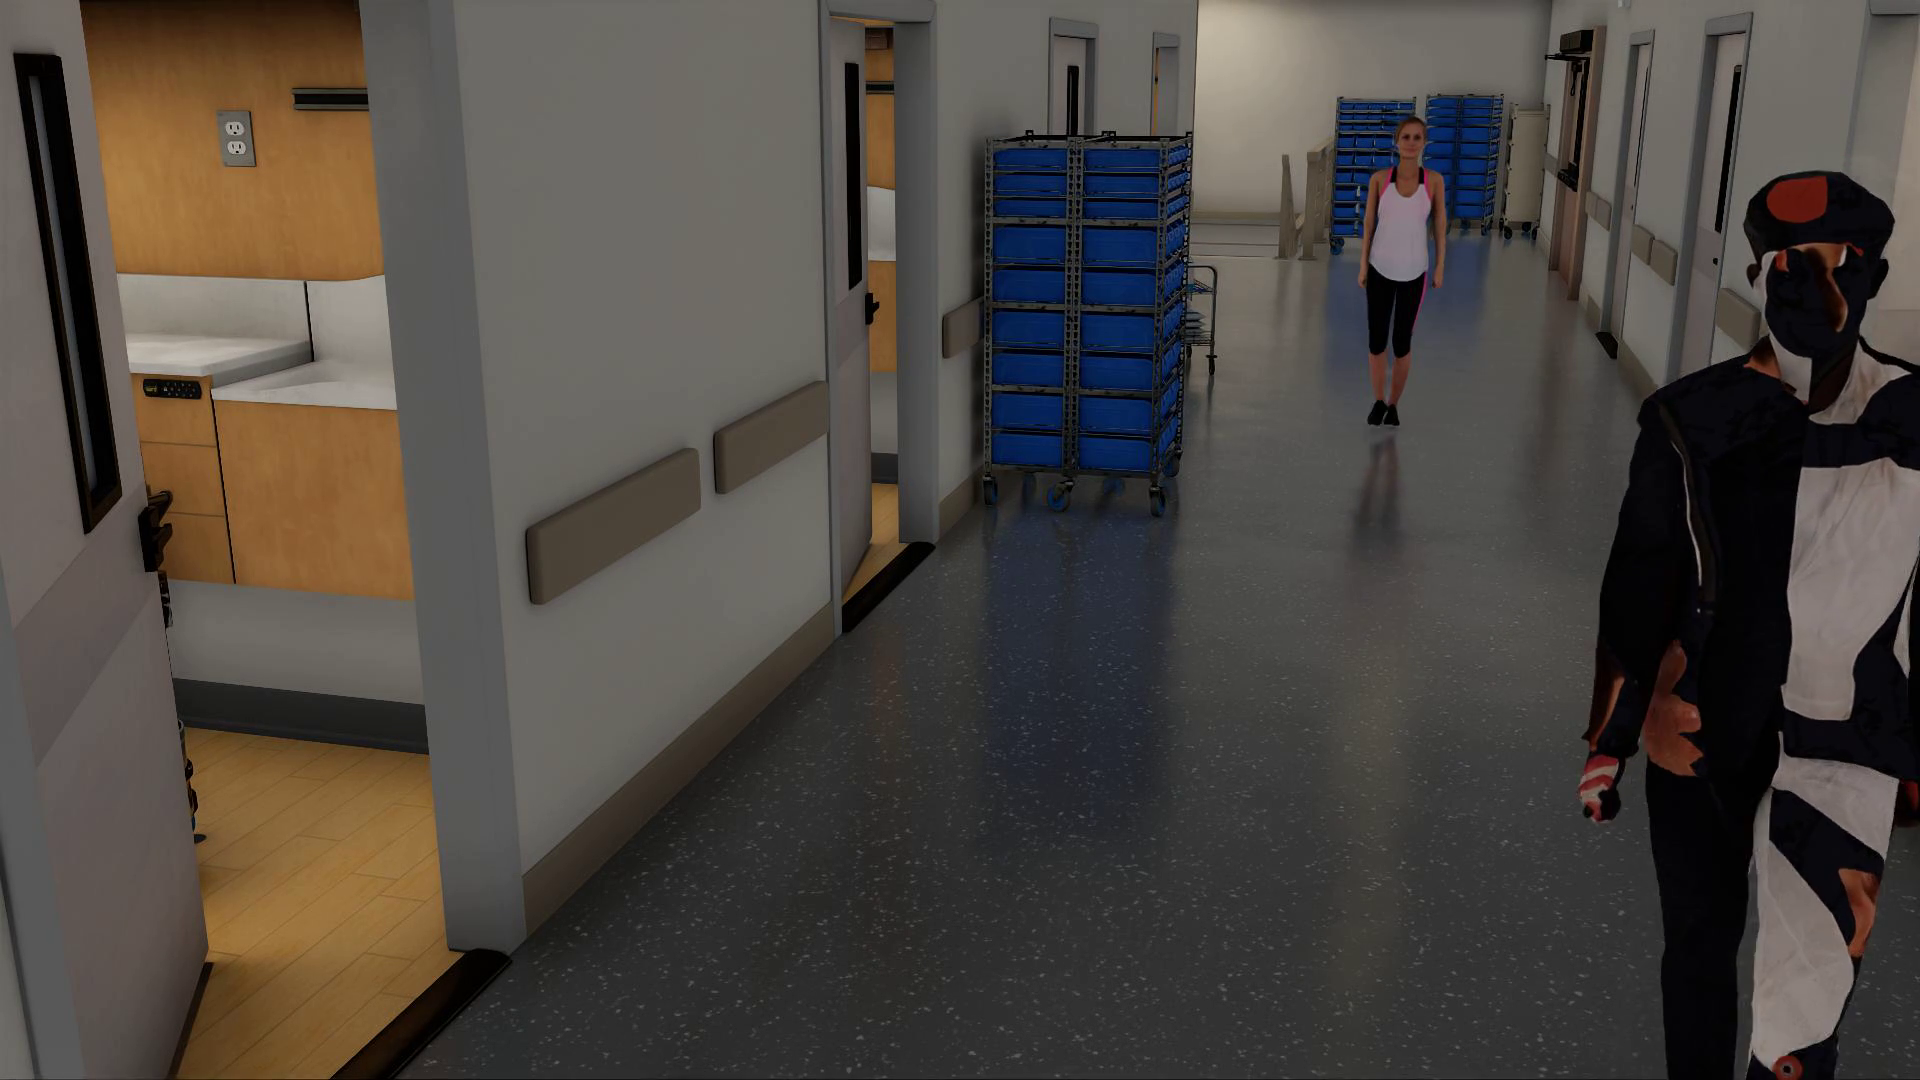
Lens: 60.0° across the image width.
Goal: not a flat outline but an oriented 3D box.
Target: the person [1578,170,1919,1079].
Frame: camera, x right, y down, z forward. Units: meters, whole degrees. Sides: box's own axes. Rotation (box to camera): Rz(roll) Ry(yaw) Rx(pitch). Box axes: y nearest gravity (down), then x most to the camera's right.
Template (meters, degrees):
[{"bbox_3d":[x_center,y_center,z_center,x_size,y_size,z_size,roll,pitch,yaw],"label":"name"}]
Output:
[{"bbox_3d":[1.385,0.329,2.853,0.807,1.869,0.961,7,17,24],"label":"person"}]

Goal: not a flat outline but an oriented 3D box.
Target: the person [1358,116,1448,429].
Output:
[{"bbox_3d":[2.544,-1.528,9.621,0.637,1.771,0.645,5,16,17],"label":"person"}]
